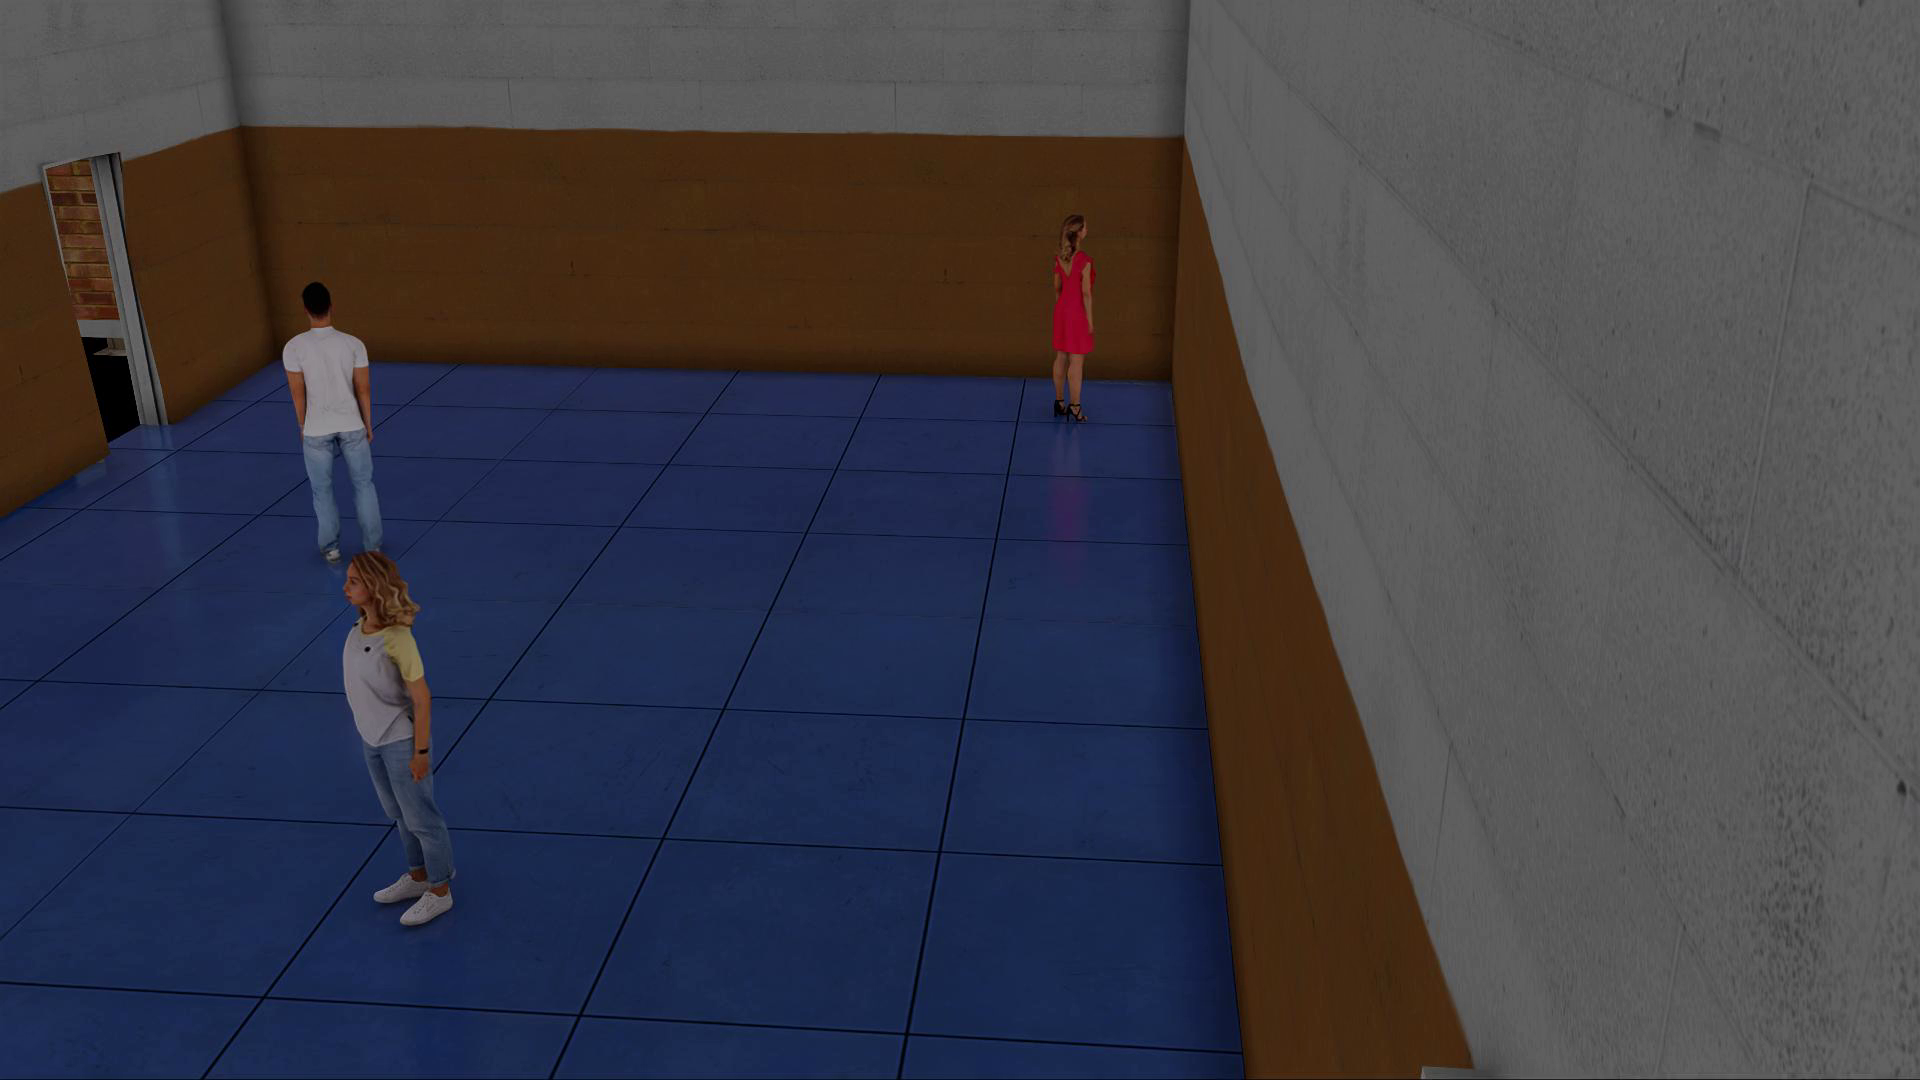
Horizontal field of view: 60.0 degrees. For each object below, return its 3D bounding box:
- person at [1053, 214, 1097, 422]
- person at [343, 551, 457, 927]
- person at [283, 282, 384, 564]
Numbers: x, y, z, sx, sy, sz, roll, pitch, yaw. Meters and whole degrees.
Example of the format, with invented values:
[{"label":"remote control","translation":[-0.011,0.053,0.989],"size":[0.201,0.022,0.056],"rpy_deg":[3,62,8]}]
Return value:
[{"label":"person","translation":[0.925,-1.851,13.830],"size":[0.715,1.728,0.667],"rpy_deg":[-14,26,-32]},{"label":"person","translation":[-2.399,0.845,7.108],"size":[0.764,1.722,0.687],"rpy_deg":[-20,29,-41]},{"label":"person","translation":[-4.125,-0.762,10.943],"size":[0.703,1.860,0.818],"rpy_deg":[-11,24,-25]}]
